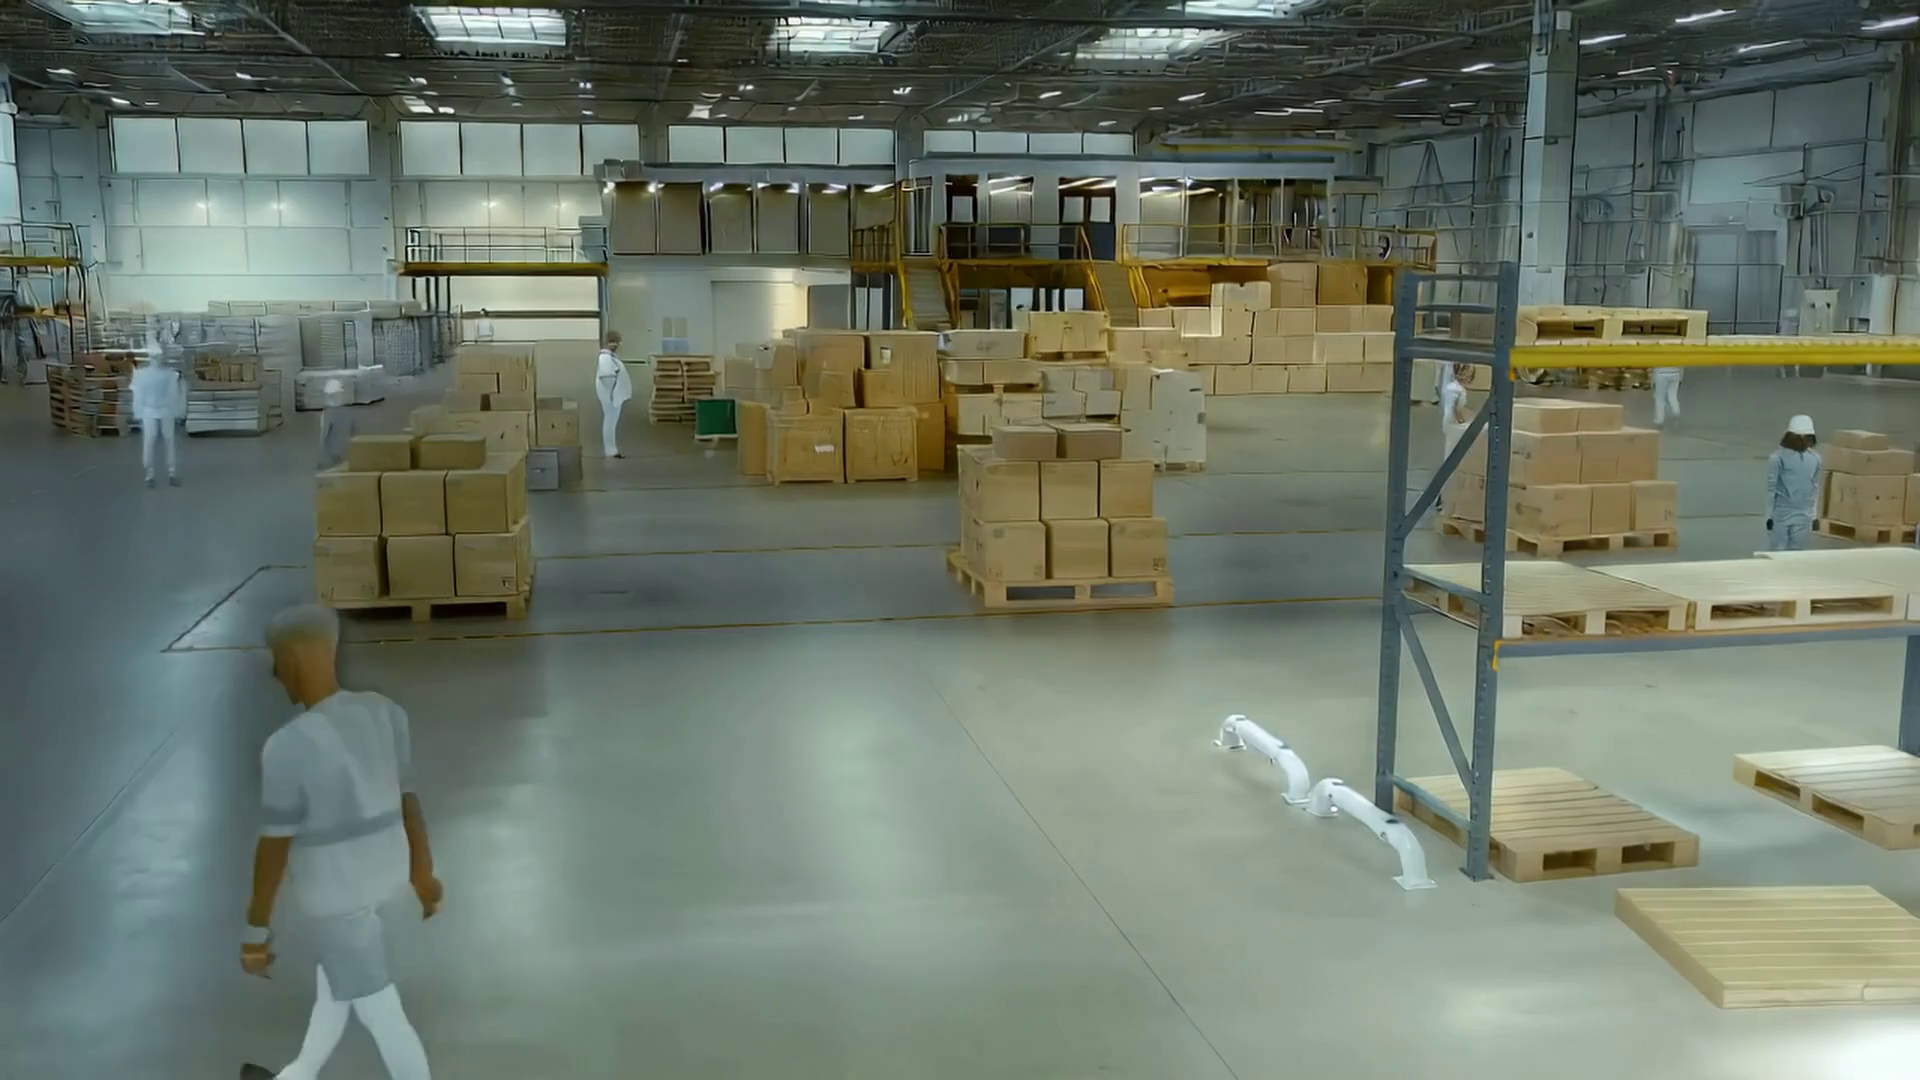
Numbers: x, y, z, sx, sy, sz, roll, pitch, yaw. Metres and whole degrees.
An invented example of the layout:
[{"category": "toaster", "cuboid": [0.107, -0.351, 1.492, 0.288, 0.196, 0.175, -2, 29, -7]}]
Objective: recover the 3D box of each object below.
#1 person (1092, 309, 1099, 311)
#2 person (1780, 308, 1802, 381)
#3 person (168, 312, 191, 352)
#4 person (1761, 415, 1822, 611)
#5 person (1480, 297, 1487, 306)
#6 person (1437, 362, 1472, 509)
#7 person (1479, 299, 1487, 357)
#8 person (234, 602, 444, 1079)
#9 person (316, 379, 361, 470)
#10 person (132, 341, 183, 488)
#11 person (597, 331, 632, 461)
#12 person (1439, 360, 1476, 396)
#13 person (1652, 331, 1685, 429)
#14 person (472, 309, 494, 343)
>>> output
[{"category": "person", "cuboid": [3.527, -4.995, 42.965, 0.423, 1.928, 0.563, -3, 10, -17]}, {"category": "person", "cuboid": [21.813, -5.101, 43.610, 0.654, 1.923, 0.715, -1, 9, -6]}, {"category": "person", "cuboid": [-17.340, -4.048, 36.902, 0.627, 2.024, 0.422, 4, 10, 22]}, {"category": "person", "cuboid": [7.202, -0.212, 14.376, 0.494, 1.741, 0.308, -1, 9, -7]}, {"category": "person", "cuboid": [18.459, -7.557, 58.482, 0.625, 1.969, 0.837, -4, 10, -21]}, {"category": "person", "cuboid": [6.126, -1.286, 20.554, 0.315, 1.864, 0.526, -1, 9, -8]}, {"category": "person", "cuboid": [17.510, -7.115, 55.890, 0.586, 1.928, 0.364, 3, 10, 20]}, {"category": "person", "cuboid": [-2.105, 1.153, 5.562, 1.025, 1.898, 0.707, 2, 10, 15]}, {"category": "person", "cuboid": [-7.136, -0.958, 18.912, 0.800, 1.733, 0.547, 3, 10, 20]}, {"category": "person", "cuboid": [-10.985, -1.717, 22.782, 0.610, 1.996, 0.379, -7, 12, -37]}, {"category": "person", "cuboid": [-5.389, -2.263, 25.971, 0.536, 2.000, 0.684, -1, 9, -8]}, {"category": "person", "cuboid": [8.937, -2.849, 29.910, 0.636, 1.921, 0.661, 3, 10, 20]}, {"category": "person", "cuboid": [13.128, -2.941, 30.761, 0.636, 1.823, 0.578, -1, 9, -8]}, {"category": "person", "cuboid": [-13.483, -5.624, 47.088, 0.576, 1.840, 0.985, -2, 10, -12]}]
